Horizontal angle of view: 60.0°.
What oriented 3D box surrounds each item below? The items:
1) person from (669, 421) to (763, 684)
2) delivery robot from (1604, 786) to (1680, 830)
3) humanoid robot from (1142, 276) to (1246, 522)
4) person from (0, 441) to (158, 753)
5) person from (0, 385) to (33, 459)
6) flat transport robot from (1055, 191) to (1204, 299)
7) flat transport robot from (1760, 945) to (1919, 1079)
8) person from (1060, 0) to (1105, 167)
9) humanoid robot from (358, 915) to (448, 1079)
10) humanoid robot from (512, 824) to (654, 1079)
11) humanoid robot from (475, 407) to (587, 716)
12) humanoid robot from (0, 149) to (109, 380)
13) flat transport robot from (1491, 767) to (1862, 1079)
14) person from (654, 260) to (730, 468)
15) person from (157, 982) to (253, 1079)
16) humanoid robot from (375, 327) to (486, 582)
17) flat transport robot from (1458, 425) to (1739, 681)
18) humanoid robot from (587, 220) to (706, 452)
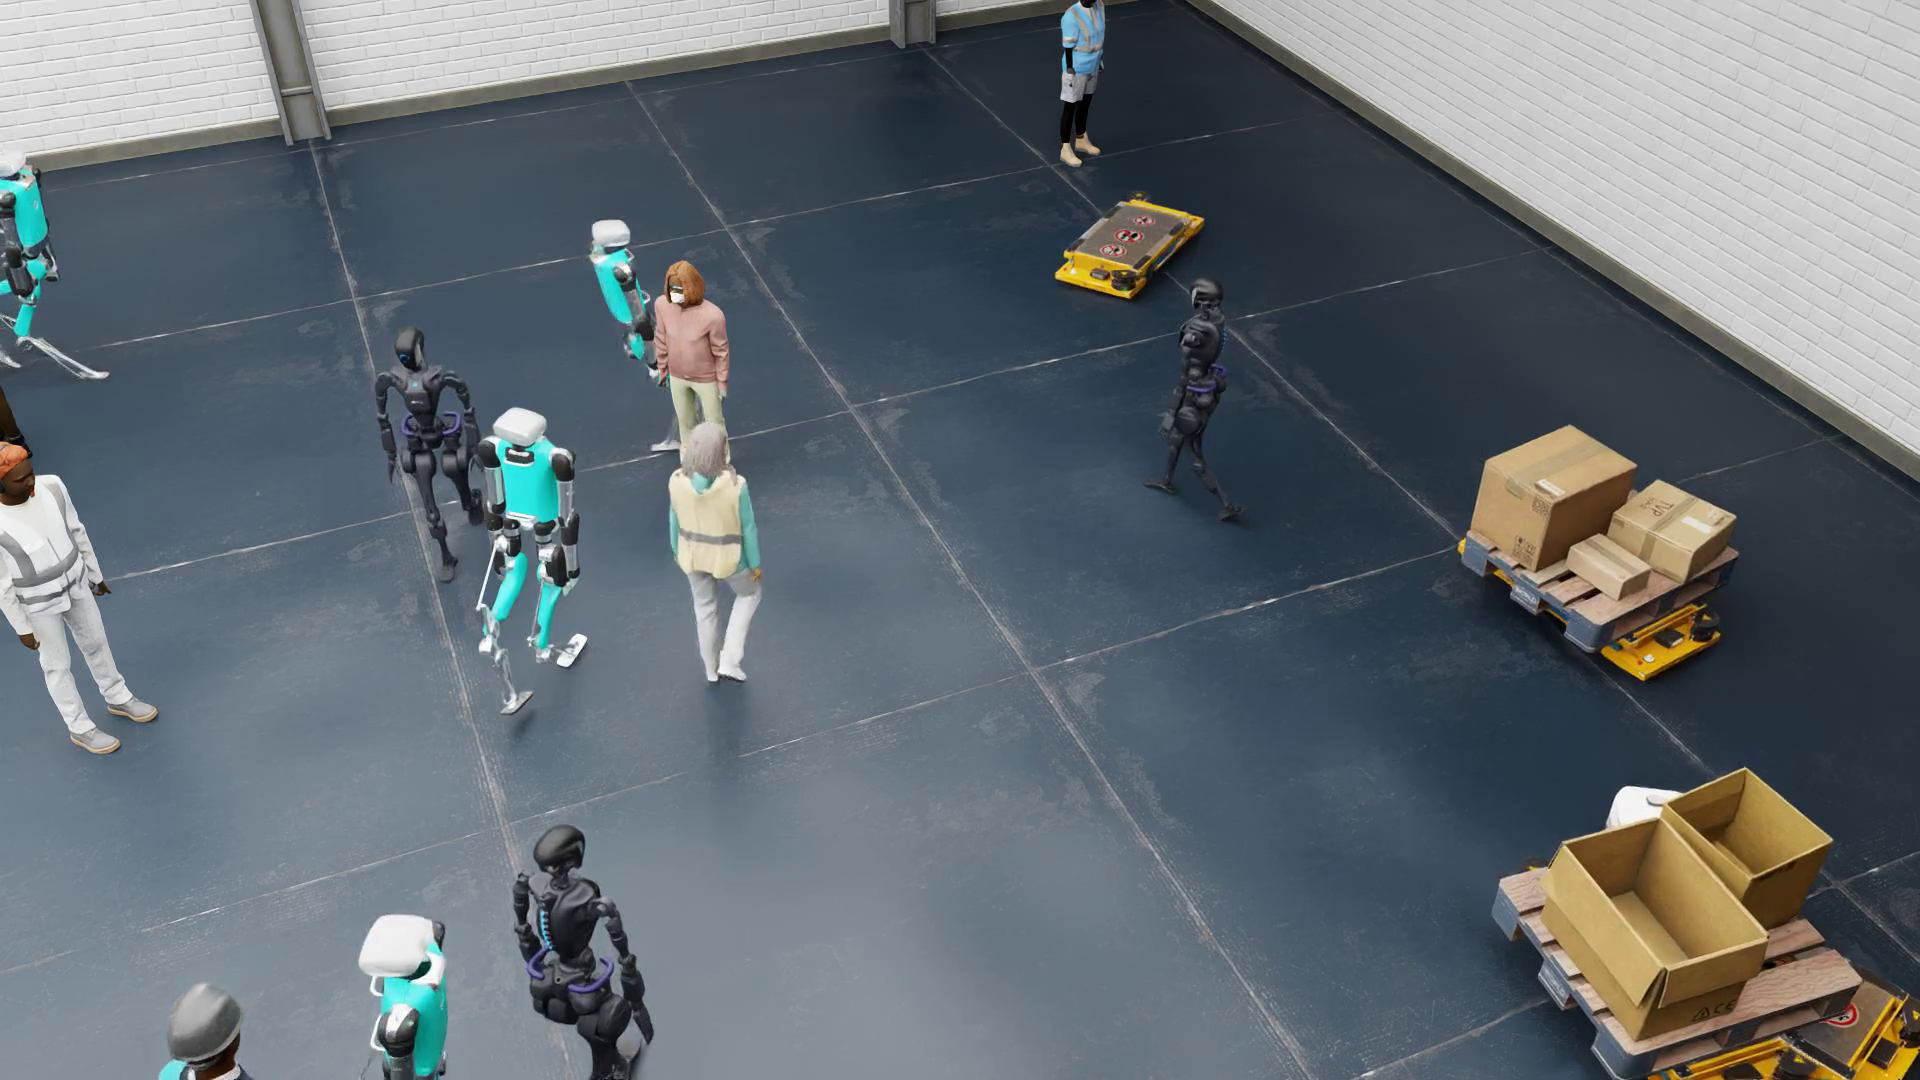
[{"bbox_3d":[-1.313,0.107,8.954,0.510,1.695,0.427,7,38,9],"label":"person"},{"bbox_3d":[3.345,1.580,7.995,0.499,0.611,0.792,5,38,7],"label":"delivery robot"},{"bbox_3d":[1.502,-0.866,10.296,0.762,1.653,0.589,19,41,23],"label":"humanoid robot"},{"bbox_3d":[-4.656,0.291,8.578,0.361,1.878,0.573,14,40,17],"label":"person"},{"bbox_3d":[-6.456,-1.326,10.631,0.373,1.935,0.550,-21,42,-25],"label":"person"},{"bbox_3d":[1.383,-2.381,13.373,0.659,0.231,1.431,19,42,23],"label":"flat transport robot"},{"bbox_3d":[3.622,2.012,7.654,1.431,0.231,0.659,31,47,34],"label":"flat transport robot"},{"bbox_3d":[1.071,-4.114,14.456,0.319,1.696,0.532,26,44,29],"label":"person"},{"bbox_3d":[-2.224,2.126,6.365,0.758,1.857,0.543,-1,38,-1],"label":"humanoid robot"},{"bbox_3d":[-1.515,1.808,6.775,0.608,1.628,0.620,15,40,19],"label":"humanoid robot"},{"bbox_3d":[-2.342,0.236,8.800,0.532,1.754,1.008,10,39,12],"label":"humanoid robot"},{"bbox_3d":[-6.675,-1.849,11.524,1.011,1.778,0.530,-1,38,-1],"label":"humanoid robot"},{"bbox_3d":[3.197,1.999,7.671,0.659,0.231,1.431,-11,39,-14],"label":"flat transport robot"},{"bbox_3d":[-1.678,-1.018,10.476,0.498,1.633,0.278,12,39,16],"label":"person"},{"bbox_3d":[-2.502,2.309,5.913,0.586,1.928,0.475,19,42,23],"label":"person"},{"bbox_3d":[-3.125,-0.590,9.906,0.612,1.629,0.676,-3,38,-4],"label":"humanoid robot"},{"bbox_3d":[3.740,0.268,9.925,0.659,0.231,1.431,-21,42,-25],"label":"flat transport robot"},{"bbox_3d":[-1.884,-1.288,10.758,0.834,1.795,0.588,-21,42,-25],"label":"humanoid robot"}]
